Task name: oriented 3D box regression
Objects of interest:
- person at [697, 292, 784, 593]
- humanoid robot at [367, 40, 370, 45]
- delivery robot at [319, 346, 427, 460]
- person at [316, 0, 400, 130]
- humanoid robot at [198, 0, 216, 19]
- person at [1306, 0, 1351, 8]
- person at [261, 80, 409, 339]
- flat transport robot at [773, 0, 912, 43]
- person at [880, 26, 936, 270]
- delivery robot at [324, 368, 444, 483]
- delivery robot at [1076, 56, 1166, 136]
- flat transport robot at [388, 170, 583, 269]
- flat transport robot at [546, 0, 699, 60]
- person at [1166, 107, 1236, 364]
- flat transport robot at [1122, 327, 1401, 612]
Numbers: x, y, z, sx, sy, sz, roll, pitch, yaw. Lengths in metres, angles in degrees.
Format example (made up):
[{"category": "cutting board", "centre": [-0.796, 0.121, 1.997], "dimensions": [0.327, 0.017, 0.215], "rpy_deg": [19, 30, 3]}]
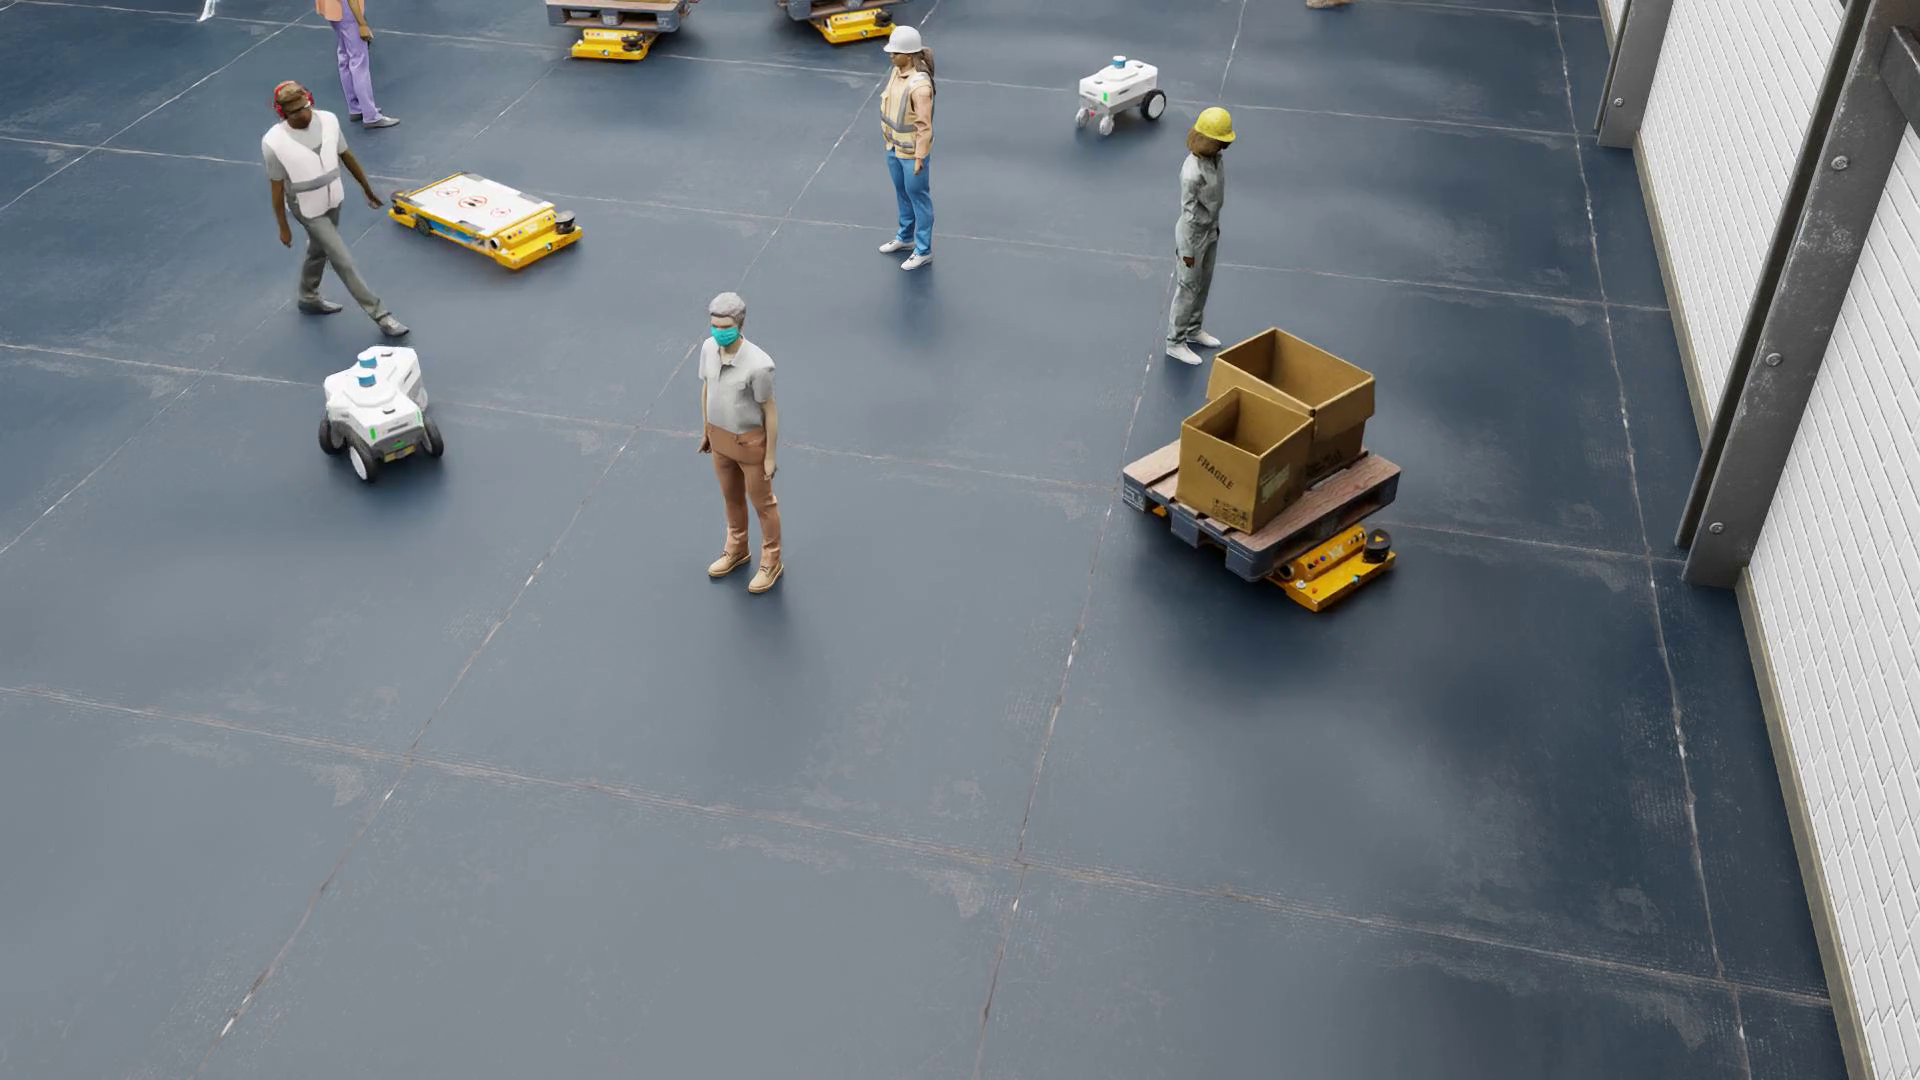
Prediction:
[{"category": "person", "centre": [-1.155, -0.510, 8.665], "dimensions": [0.491, 1.747, 0.313], "rpy_deg": [21, 42, 26]}, {"category": "humanoid robot", "centre": [-5.648, -5.191, 14.987], "dimensions": [0.601, 1.653, 0.382], "rpy_deg": [-23, 42, -27]}, {"category": "delivery robot", "centre": [-3.557, -0.872, 10.139], "dimensions": [0.499, 0.586, 0.772], "rpy_deg": [4, 37, 5]}, {"category": "person", "centre": [-5.046, -4.294, 13.655], "dimensions": [0.389, 1.837, 0.562], "rpy_deg": [-27, 45, -31]}, {"category": "humanoid robot", "centre": [-7.453, -5.929, 15.945], "dimensions": [0.561, 1.781, 0.901], "rpy_deg": [1, 37, 1]}, {"category": "person", "centre": [3.624, -6.073, 16.005], "dimensions": [0.638, 1.869, 0.632], "rpy_deg": [-3, 37, -5]}, {"category": "person", "centre": [-4.145, -2.182, 10.883], "dimensions": [0.997, 1.776, 0.683], "rpy_deg": [16, 40, 20]}, {"category": "flat transport robot", "centre": [-1.213, -5.172, 16.140], "dimensions": [0.659, 0.231, 1.431], "rpy_deg": [-16, 40, -21]}, {"category": "person", "centre": [-0.345, -2.766, 11.701], "dimensions": [0.364, 1.730, 0.488], "rpy_deg": [-19, 41, -24]}, {"category": "delivery robot", "centre": [-3.493, -0.731, 9.974], "dimensions": [0.499, 0.614, 0.815], "rpy_deg": [-27, 44, -31]}, {"category": "delivery robot", "centre": [1.340, -3.789, 14.039], "dimensions": [0.773, 0.582, 0.499], "rpy_deg": [-30, 46, -34]}, {"category": "flat transport robot", "centre": [-3.568, -2.412, 12.446], "dimensions": [1.431, 0.231, 0.659], "rpy_deg": [24, 43, 28]}, {"category": "flat transport robot", "centre": [-3.148, -4.903, 15.780], "dimensions": [0.659, 0.231, 1.431], "rpy_deg": [5, 37, 6]}, {"category": "person", "centre": [1.540, -1.937, 10.591], "dimensions": [0.321, 1.728, 0.491], "rpy_deg": [17, 40, 22]}, {"category": "flat transport robot", "centre": [1.690, -0.128, 9.390], "dimensions": [0.659, 0.231, 1.431], "rpy_deg": [-27, 44, -31]}]
